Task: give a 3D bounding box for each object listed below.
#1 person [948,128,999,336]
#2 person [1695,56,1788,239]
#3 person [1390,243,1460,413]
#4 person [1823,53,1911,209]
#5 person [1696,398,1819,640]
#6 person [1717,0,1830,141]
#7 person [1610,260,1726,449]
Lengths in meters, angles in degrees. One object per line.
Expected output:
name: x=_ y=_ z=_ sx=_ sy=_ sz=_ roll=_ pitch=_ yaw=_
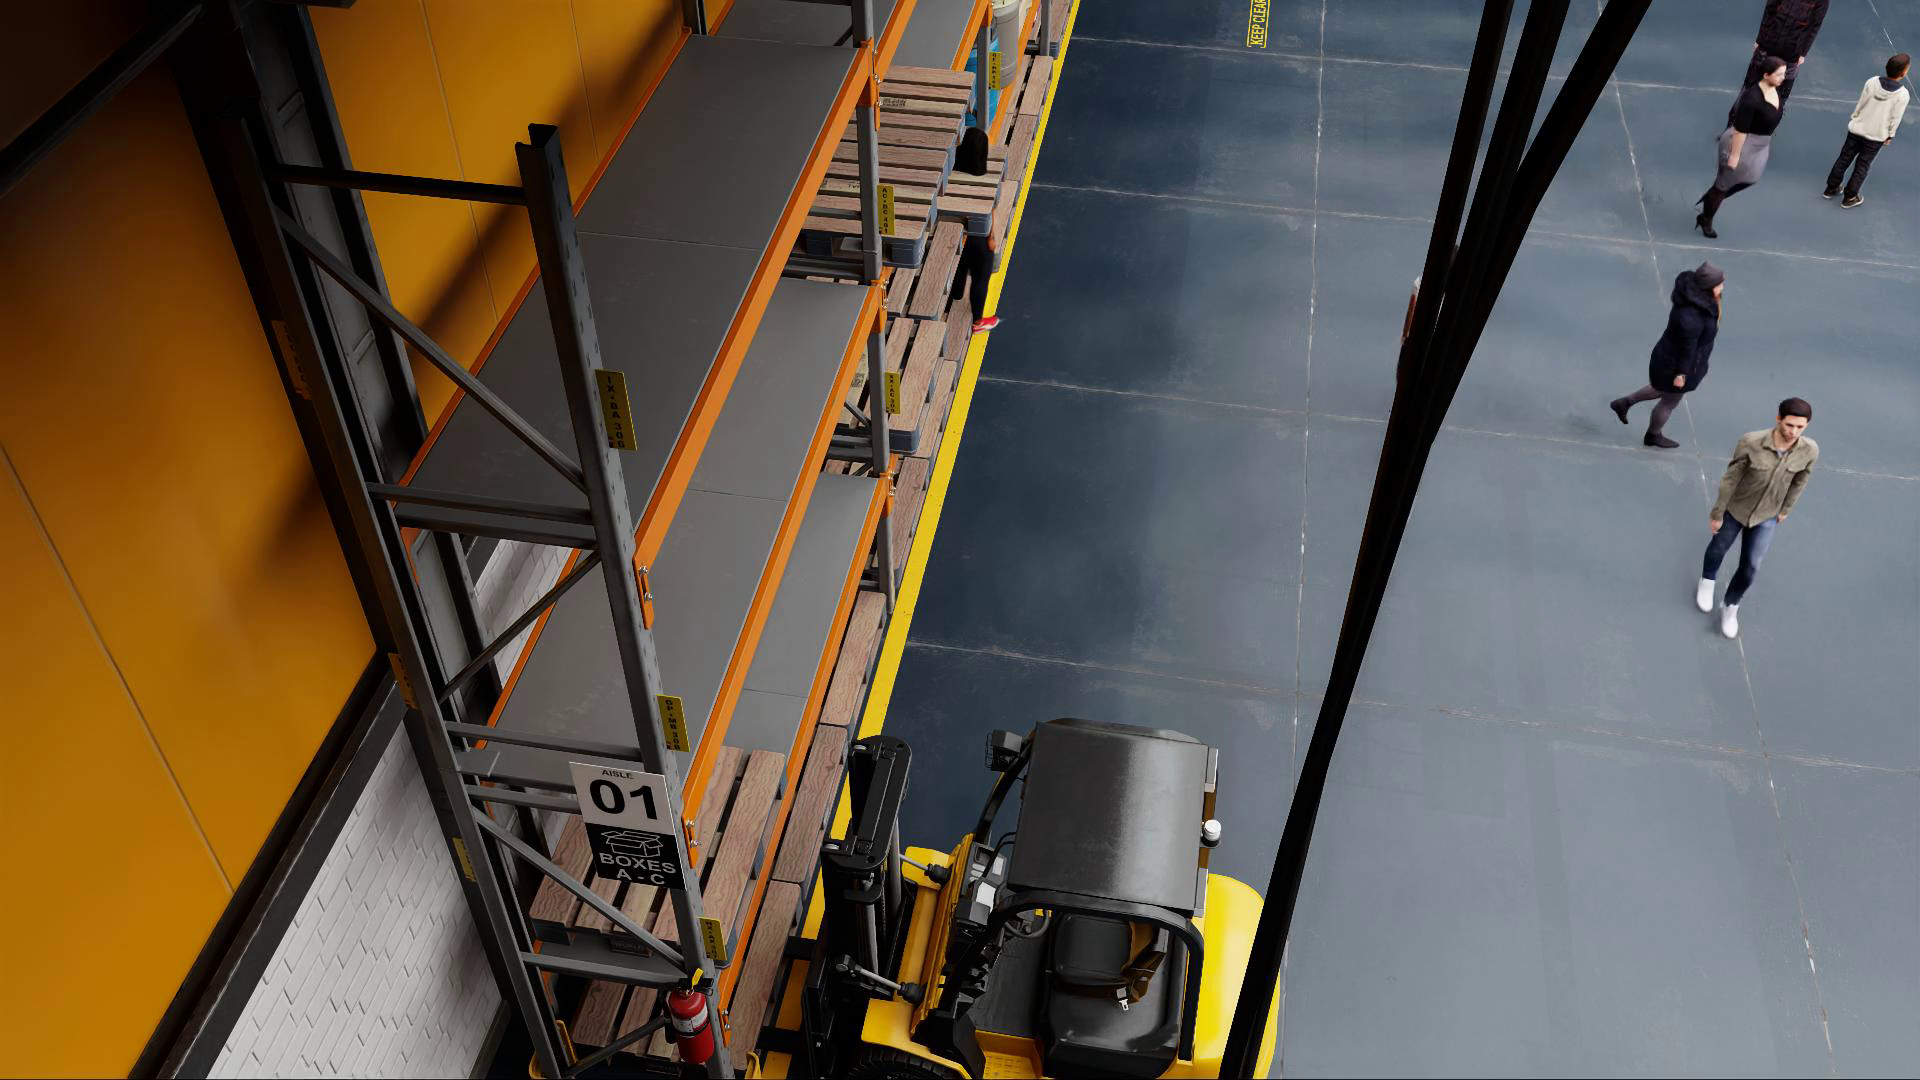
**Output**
person: x=0.086 y=-2.518 z=13.538 sx=0.814 sy=1.815 sz=0.773 roll=-31 pitch=52 yaw=-29
person: x=6.776 y=-3.462 z=14.579 sx=0.814 sy=1.747 sz=0.886 roll=-33 pitch=52 yaw=-30
person: x=3.575 y=-1.526 z=12.627 sx=0.602 sy=1.637 sz=0.665 roll=10 pitch=44 yaw=10
person: x=8.223 y=-3.712 z=15.055 sx=0.697 sy=1.452 sz=0.644 roll=-28 pitch=50 yaw=-26
person: x=5.288 y=-0.266 z=11.153 sx=0.734 sy=1.846 sz=0.805 roll=12 pitch=45 yaw=12
person: x=7.712 y=-4.605 z=15.657 sx=0.776 sy=1.914 sz=0.760 roll=27 pitch=50 yaw=26
person: x=5.305 y=-1.377 z=12.449 sx=0.816 sy=1.665 sz=0.818 roll=15 pitch=46 yaw=16
